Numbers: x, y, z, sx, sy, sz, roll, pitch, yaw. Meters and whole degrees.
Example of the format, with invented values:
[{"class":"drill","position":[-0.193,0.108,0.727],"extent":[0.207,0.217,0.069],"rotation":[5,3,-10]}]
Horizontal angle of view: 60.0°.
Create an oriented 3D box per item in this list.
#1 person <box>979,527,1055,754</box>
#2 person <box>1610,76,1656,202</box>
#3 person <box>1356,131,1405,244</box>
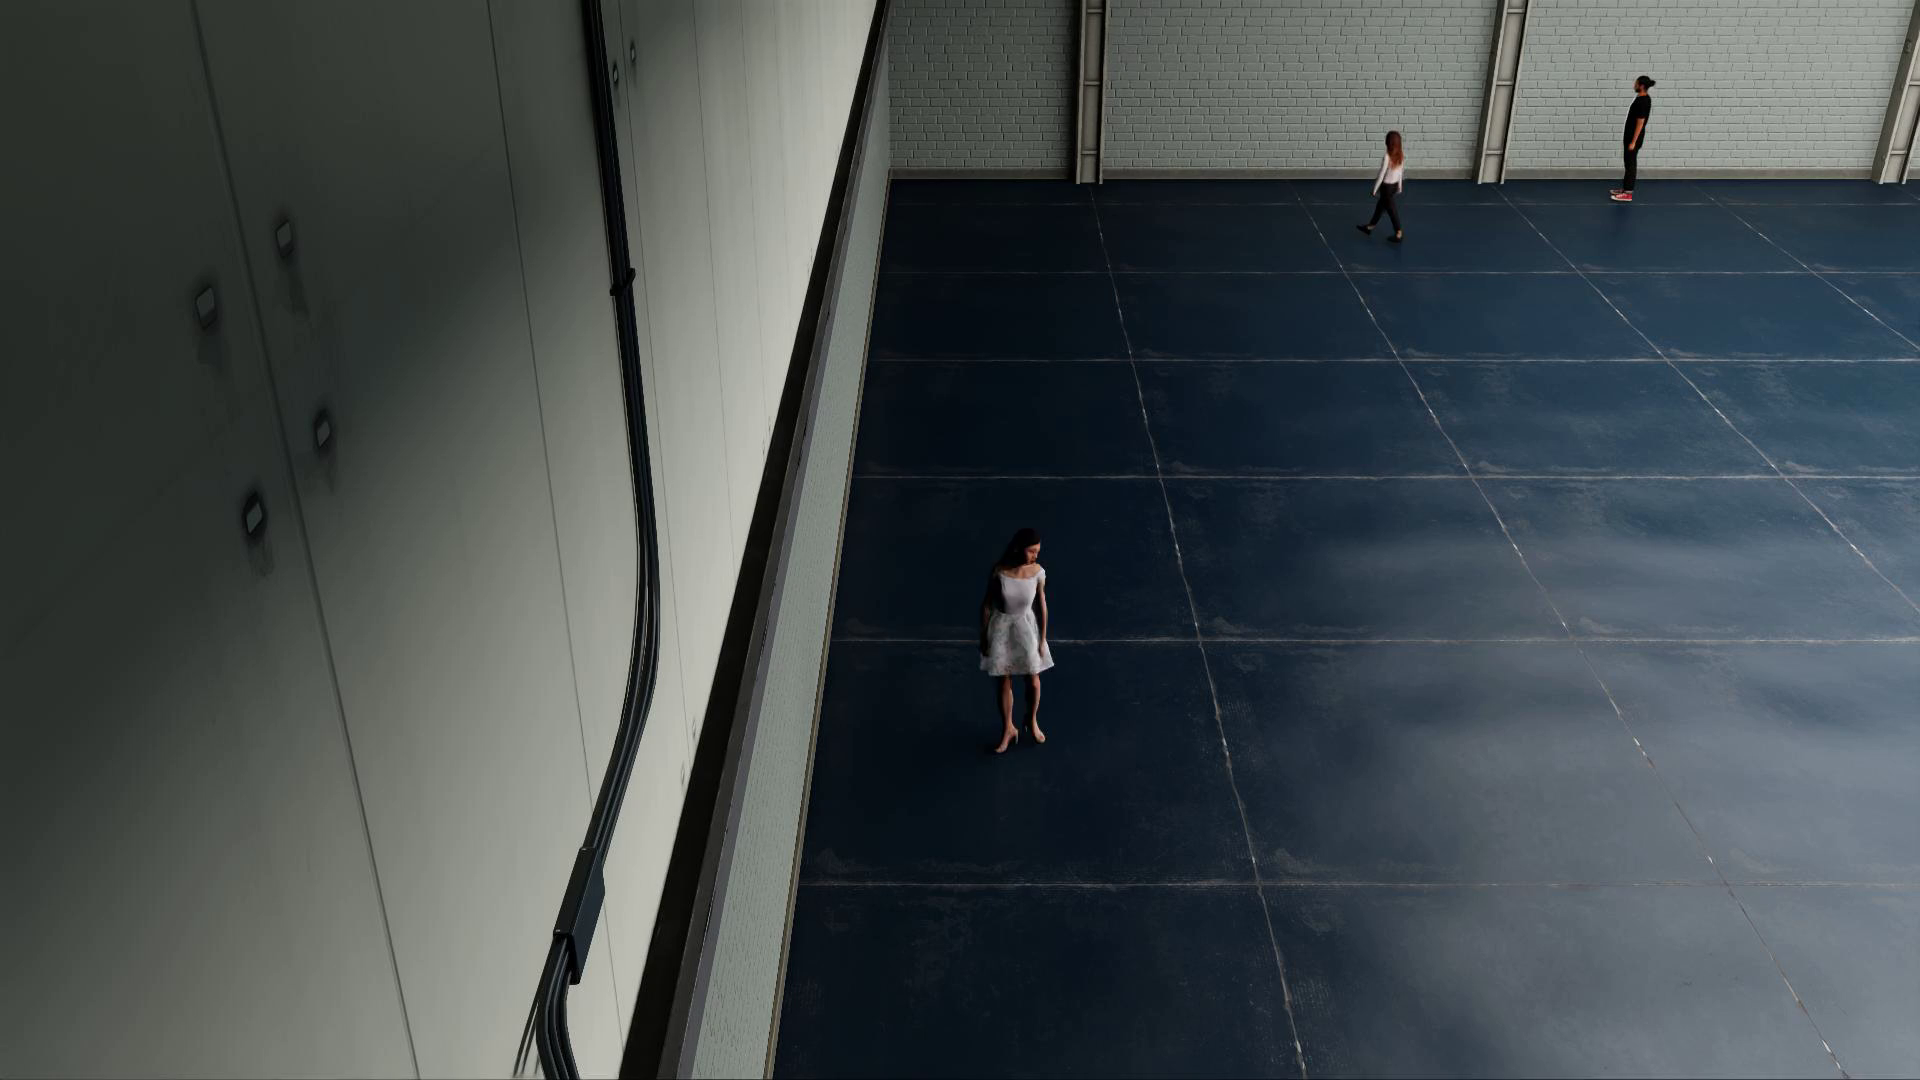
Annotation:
[{"class":"person","position":[0.346,0.715,11.633],"extent":[0.550,1.756,0.738],"rotation":[8,29,15]},{"class":"person","position":[9.640,-5.747,23.769],"extent":[0.660,1.756,0.691],"rotation":[9,29,16]},{"class":"person","position":[5.731,-4.631,22.003],"extent":[0.965,1.445,1.010],"rotation":[-23,36,-37]}]
